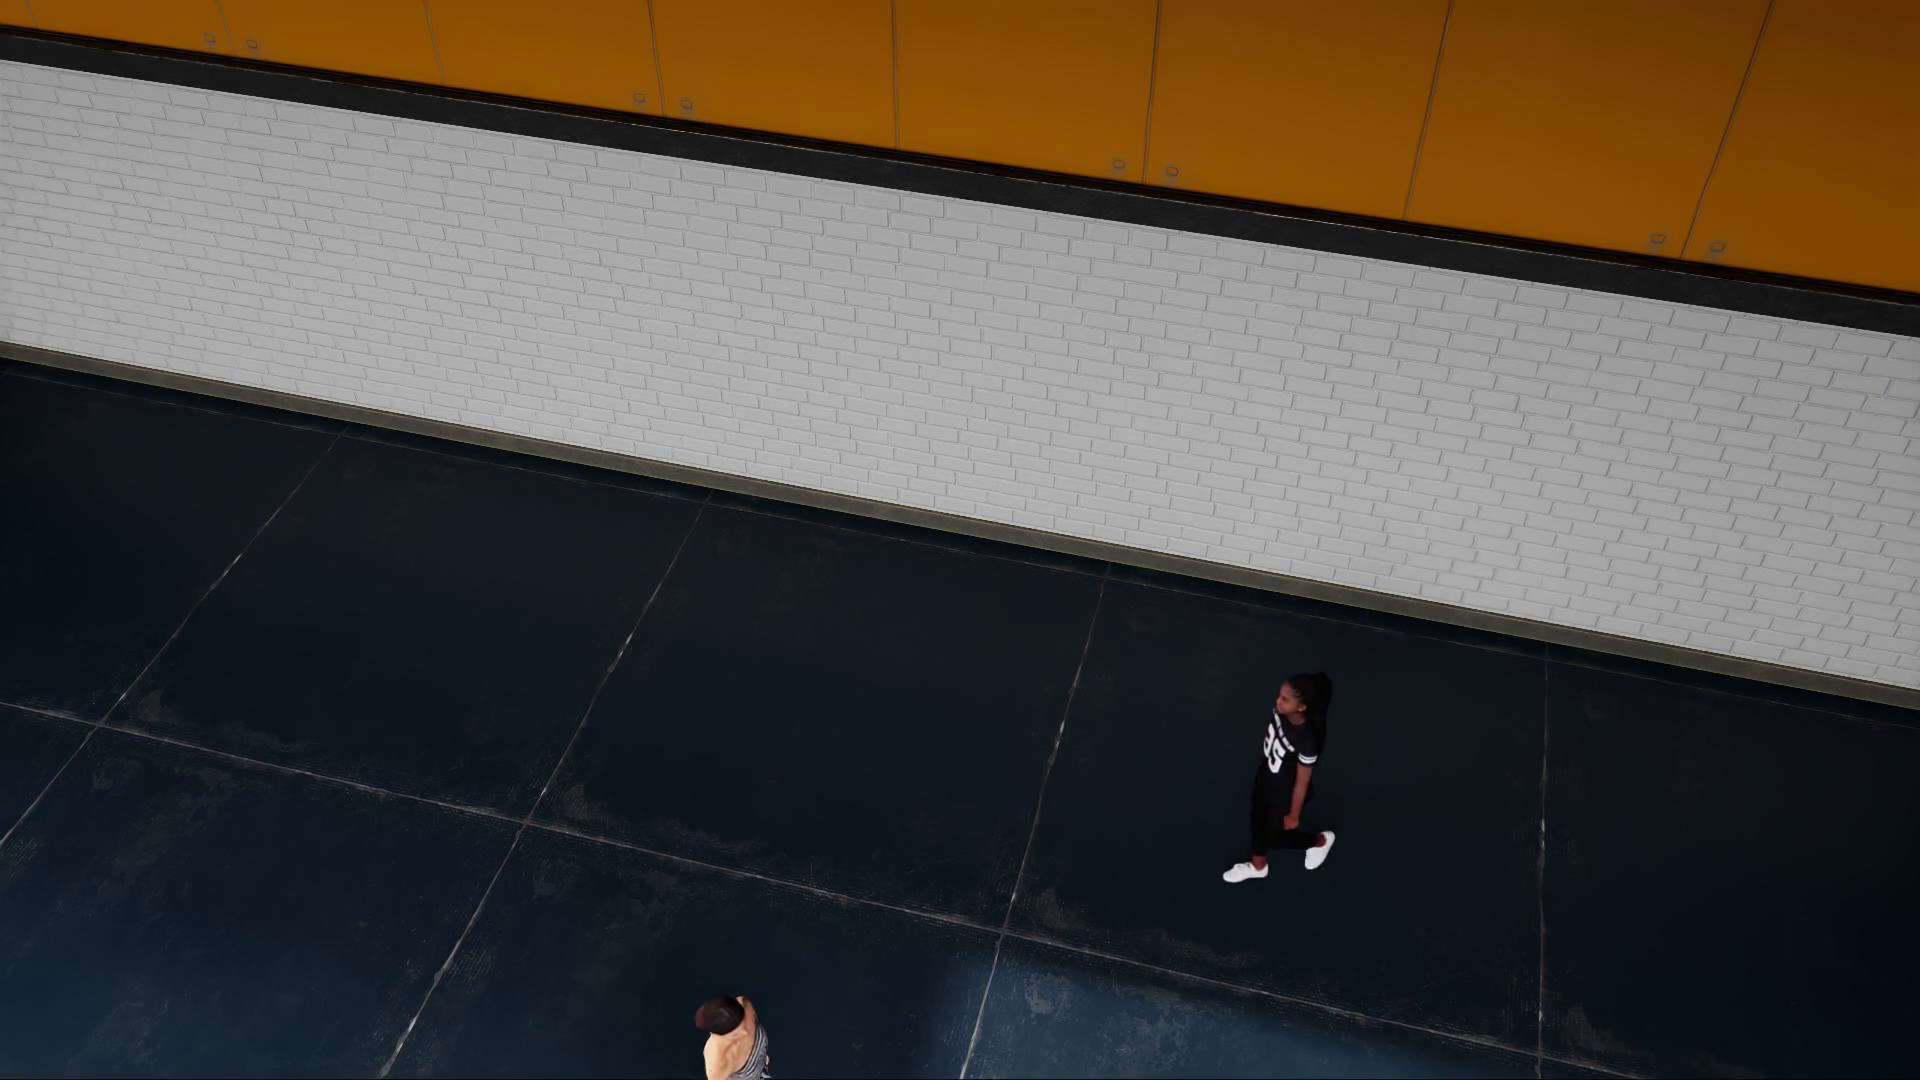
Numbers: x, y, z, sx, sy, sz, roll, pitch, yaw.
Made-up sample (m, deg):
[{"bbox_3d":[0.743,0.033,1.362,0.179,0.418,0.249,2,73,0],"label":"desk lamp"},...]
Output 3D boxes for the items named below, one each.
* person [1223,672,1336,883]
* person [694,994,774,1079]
[{"bbox_3d":[1.873,1.360,9.281,0.929,1.718,0.924,-12,45,-12],"label":"person"},{"bbox_3d":[-1.134,2.606,7.913,0.719,1.801,0.726,6,44,6],"label":"person"}]
